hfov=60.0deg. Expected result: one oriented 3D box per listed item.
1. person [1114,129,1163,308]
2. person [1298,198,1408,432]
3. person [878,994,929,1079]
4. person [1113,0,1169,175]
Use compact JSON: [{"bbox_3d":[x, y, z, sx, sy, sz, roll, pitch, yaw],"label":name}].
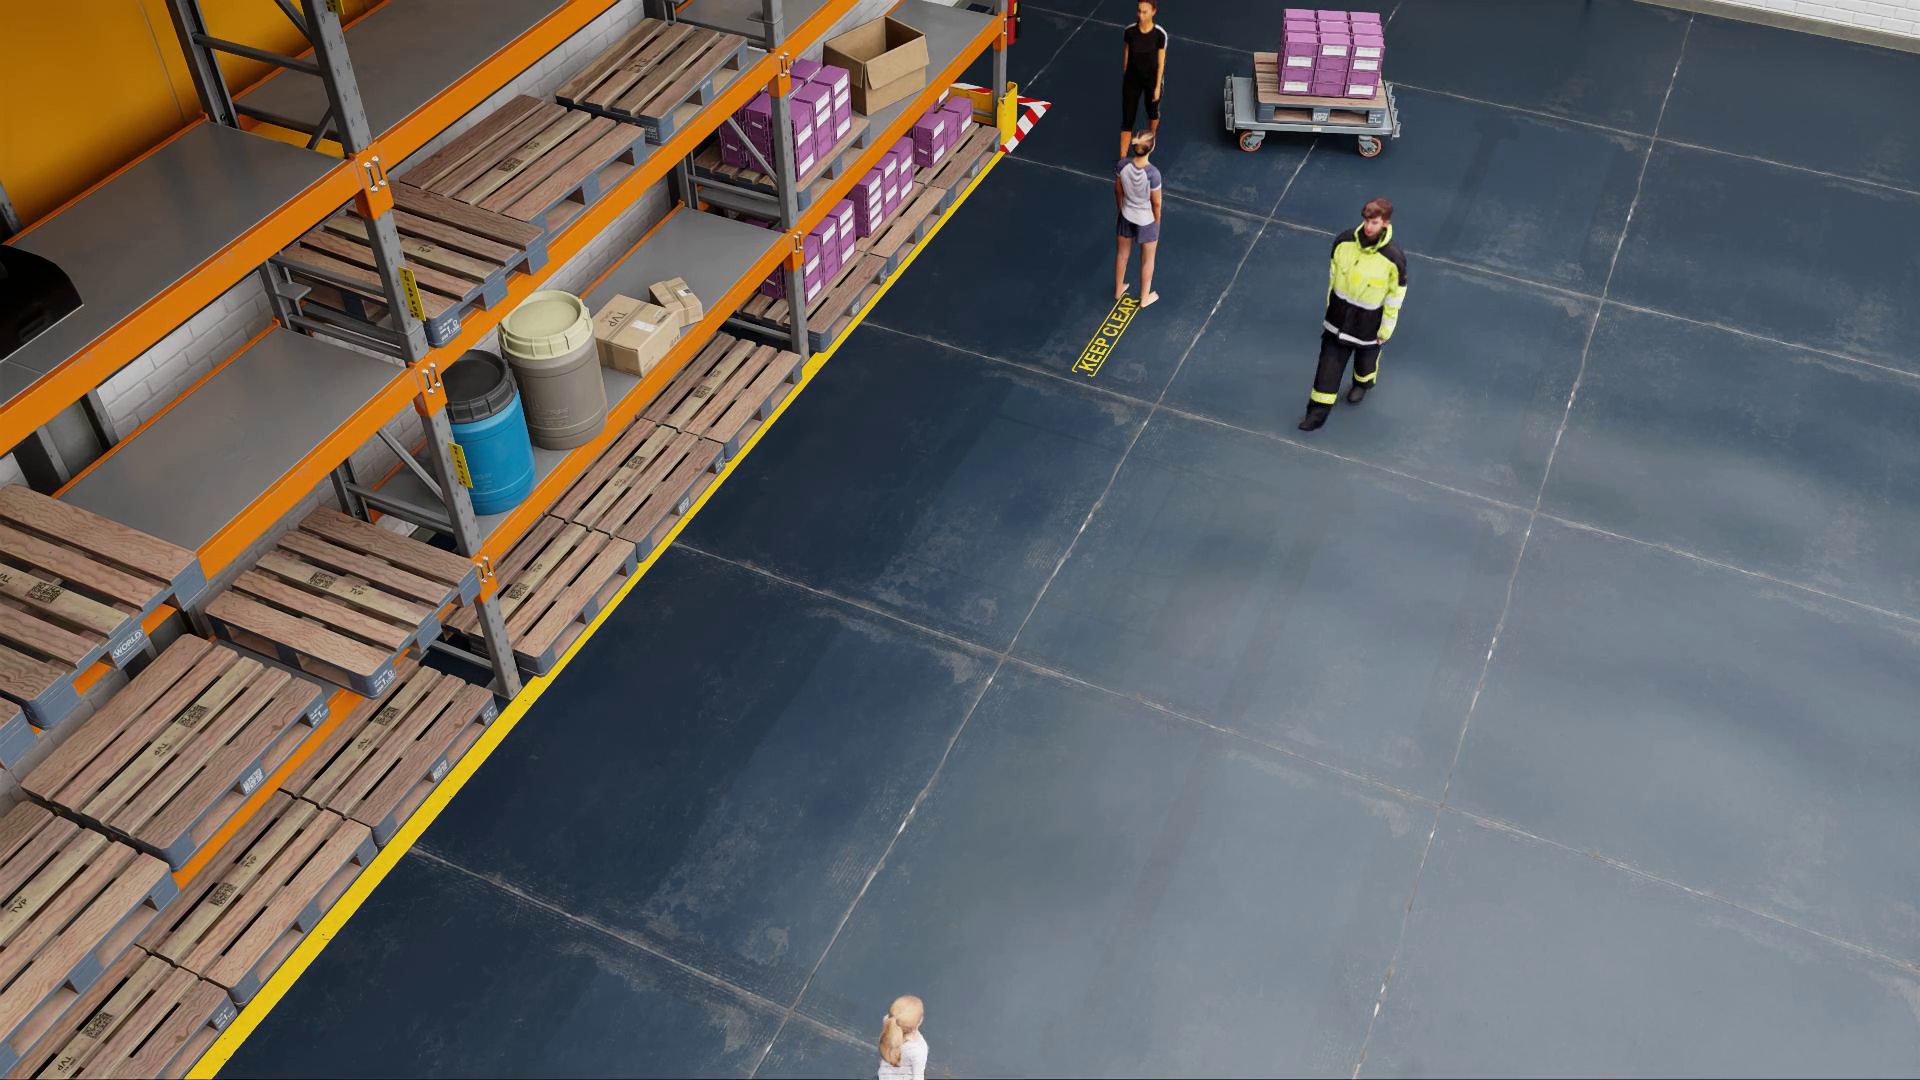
[{"bbox_3d":[1.486,-2.678,13.839,0.598,1.625,0.566,22,48,22],"label":"person"},{"bbox_3d":[3.095,-1.765,12.660,0.928,1.931,1.271,26,49,24],"label":"person"},{"bbox_3d":[-0.354,2.755,8.402,0.972,1.258,0.721,-31,52,-29],"label":"person"},{"bbox_3d":[1.755,-4.313,15.553,0.633,1.628,1.100,15,46,15],"label":"person"}]
